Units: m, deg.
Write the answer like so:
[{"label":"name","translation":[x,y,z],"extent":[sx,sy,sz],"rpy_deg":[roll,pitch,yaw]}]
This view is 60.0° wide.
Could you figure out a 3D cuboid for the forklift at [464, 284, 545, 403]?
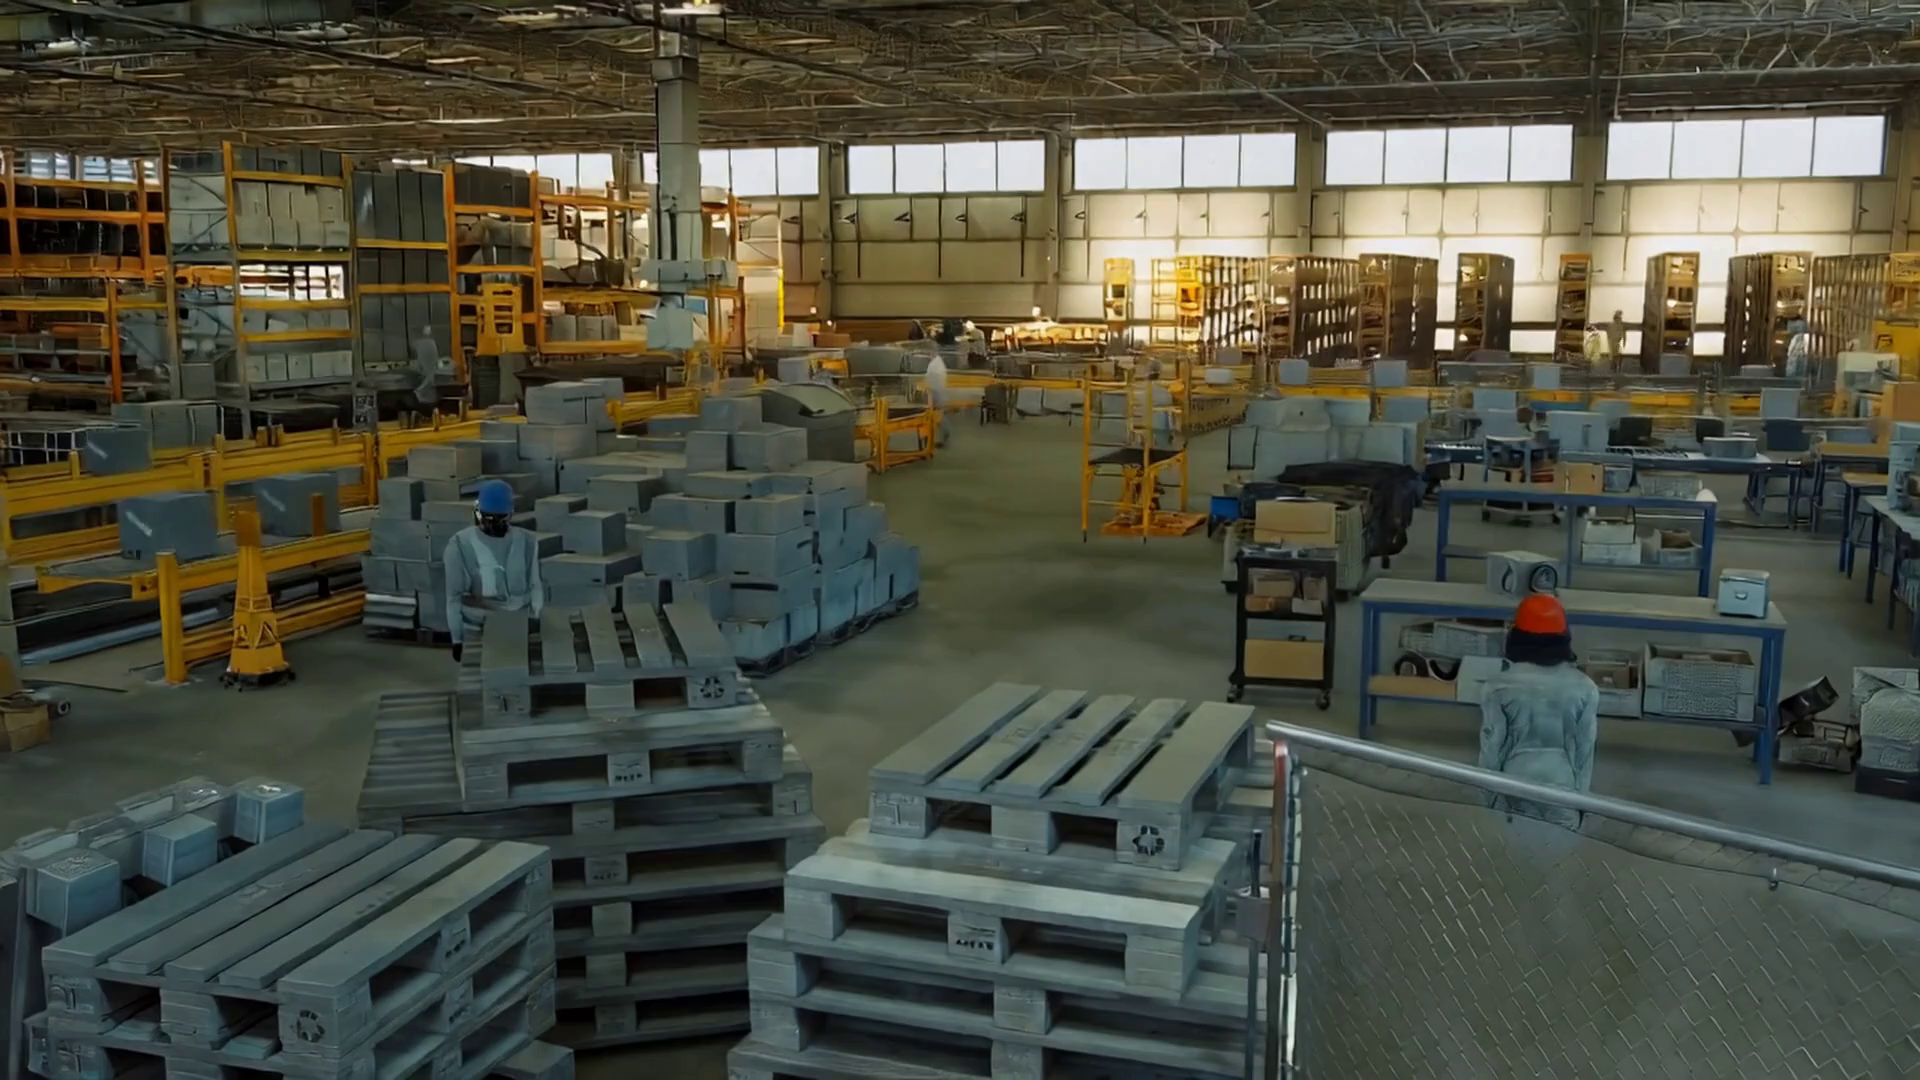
[{"label":"forklift","translation":[-10.832,-4.702,39.610],"extent":[1.129,2.768,1.873],"rpy_deg":[3,10,20]}]

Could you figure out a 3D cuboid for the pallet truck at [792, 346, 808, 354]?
[{"label":"pallet truck","translation":[-3.705,-4.298,42.022],"extent":[0.653,1.274,1.630],"rpy_deg":[3,10,20]}]

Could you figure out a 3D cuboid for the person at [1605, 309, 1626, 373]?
[{"label":"person","translation":[20.423,-6.194,51.806],"extent":[0.632,1.973,0.456],"rpy_deg":[1,9,5]}]

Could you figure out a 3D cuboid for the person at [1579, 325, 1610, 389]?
[{"label":"person","translation":[16.149,-4.573,42.331],"extent":[0.963,1.766,0.661],"rpy_deg":[-1,9,-6]}]

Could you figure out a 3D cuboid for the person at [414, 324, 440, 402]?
[{"label":"person","translation":[-12.697,-4.191,39.517],"extent":[0.655,1.882,0.690],"rpy_deg":[6,11,32]}]

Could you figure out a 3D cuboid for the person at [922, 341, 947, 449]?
[{"label":"person","translation":[-0.471,-2.516,28.982],"extent":[0.430,1.885,0.644],"rpy_deg":[-1,9,-4]}]

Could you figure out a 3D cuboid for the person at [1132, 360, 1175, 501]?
[{"label":"person","translation":[2.561,-1.486,22.519],"extent":[0.545,1.903,0.946],"rpy_deg":[7,12,38]}]

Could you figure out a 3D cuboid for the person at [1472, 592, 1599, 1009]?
[{"label":"person","translation":[2.367,1.077,6.889],"extent":[0.487,1.744,0.297],"rpy_deg":[0,9,-3]}]

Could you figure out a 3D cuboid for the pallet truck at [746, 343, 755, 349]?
[{"label":"pallet truck","translation":[-6.183,-4.618,44.264],"extent":[1.601,1.201,0.680],"rpy_deg":[-9,12,-43]}]

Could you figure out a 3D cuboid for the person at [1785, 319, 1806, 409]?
[{"label":"person","translation":[18.878,-3.974,37.658],"extent":[0.392,2.045,0.608],"rpy_deg":[0,9,2]}]

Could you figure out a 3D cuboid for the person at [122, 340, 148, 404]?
[{"label":"person","translation":[-14.091,-2.435,28.331],"extent":[0.547,1.938,0.379],"rpy_deg":[-9,13,-43]}]

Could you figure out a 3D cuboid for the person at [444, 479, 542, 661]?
[{"label":"person","translation":[-2.788,0.536,10.038],"extent":[0.588,1.823,0.403],"rpy_deg":[-7,11,-35]}]

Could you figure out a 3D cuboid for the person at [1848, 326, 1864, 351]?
[{"label":"person","translation":[21.515,-4.213,39.869],"extent":[0.742,1.822,0.571],"rpy_deg":[3,9,17]}]

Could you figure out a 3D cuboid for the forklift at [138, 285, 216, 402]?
[{"label":"forklift","translation":[-17.480,-4.200,36.461],"extent":[1.873,2.768,1.129],"rpy_deg":[3,10,19]}]
